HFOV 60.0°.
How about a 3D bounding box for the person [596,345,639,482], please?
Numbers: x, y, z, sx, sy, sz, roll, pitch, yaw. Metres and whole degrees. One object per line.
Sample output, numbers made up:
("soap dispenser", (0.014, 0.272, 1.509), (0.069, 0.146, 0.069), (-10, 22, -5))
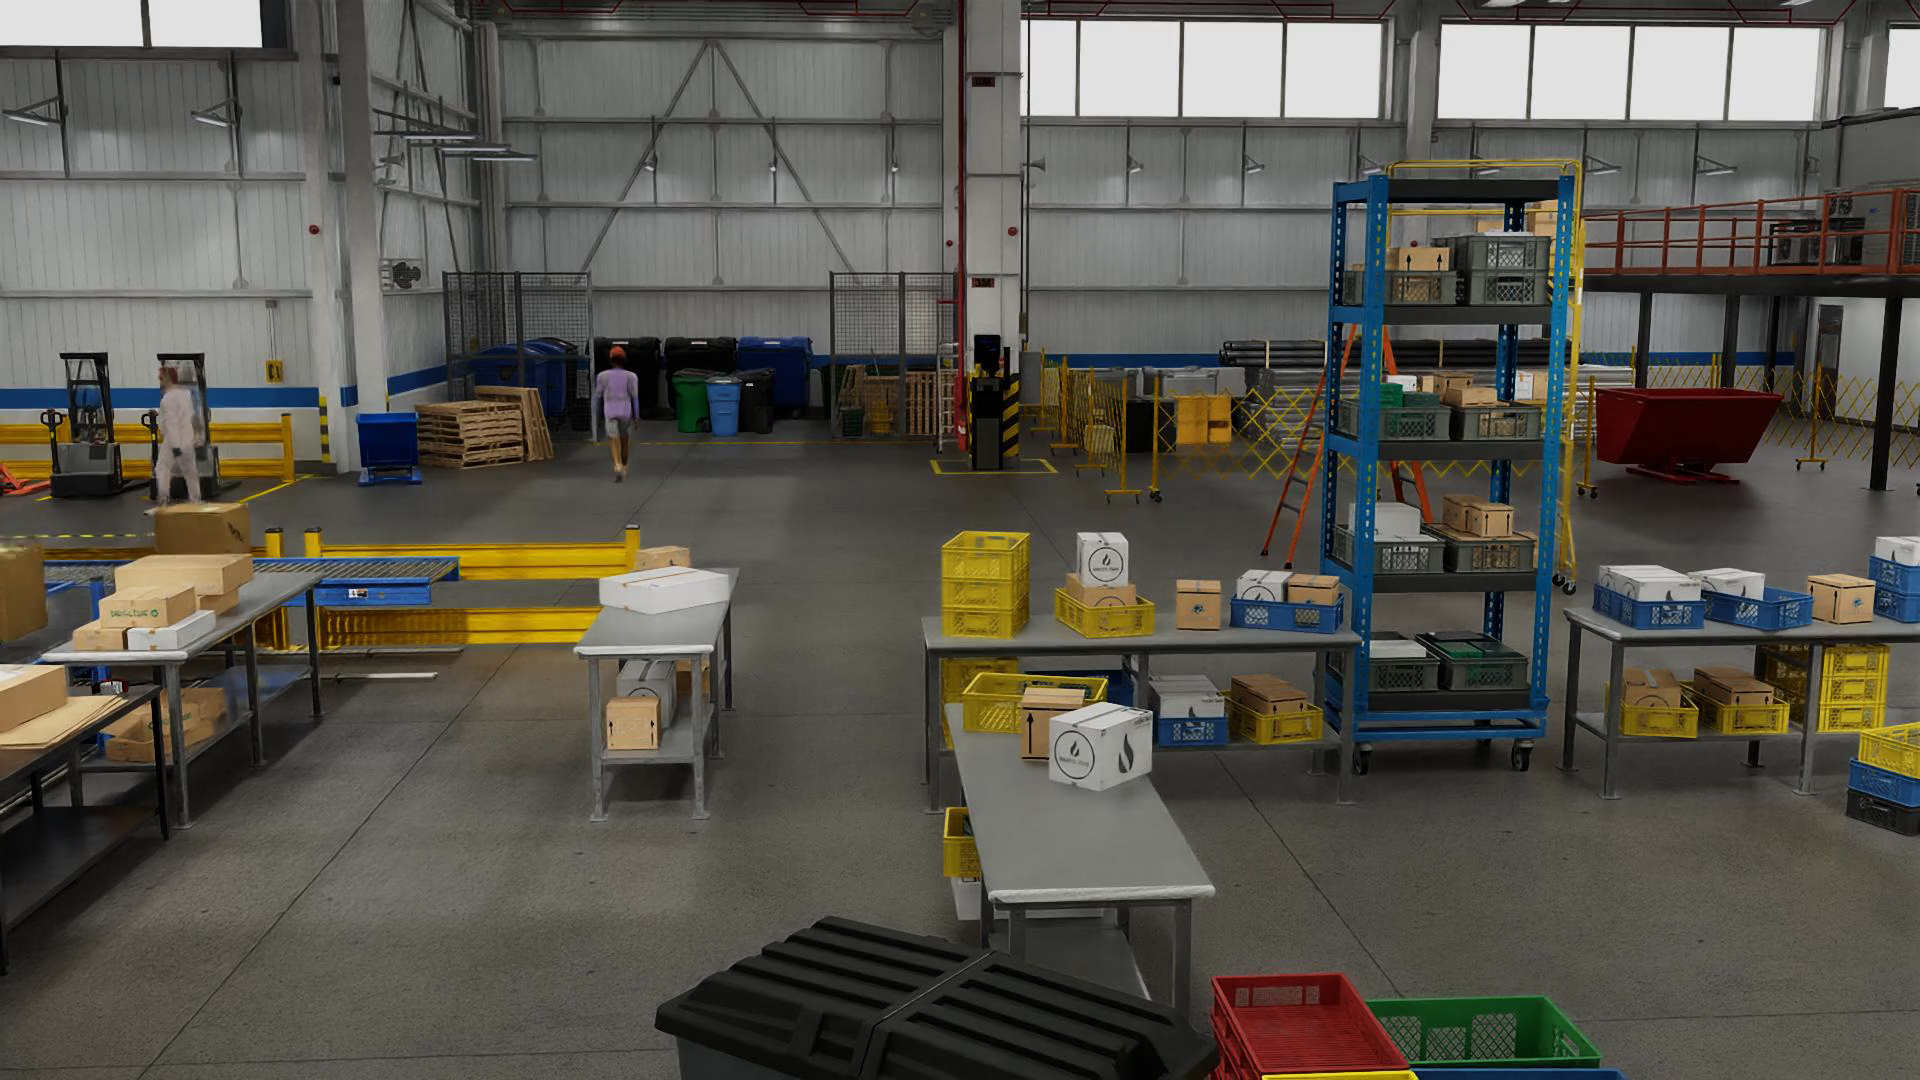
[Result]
("person", (-5.040, -1.861, 24.526), (0.616, 2.015, 0.940), (-3, 9, -18))

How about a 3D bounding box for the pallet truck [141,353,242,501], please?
("pallet truck", (-10.520, -1.604, 22.925), (0.823, 1.965, 1.885), (-1, 9, -6))

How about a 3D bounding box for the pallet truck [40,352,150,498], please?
("pallet truck", (-11.907, -1.642, 23.165), (0.823, 1.965, 1.885), (0, 9, 0))

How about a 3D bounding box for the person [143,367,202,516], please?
("person", (-10.011, -1.244, 21.022), (0.773, 1.884, 0.653), (0, 9, -2))

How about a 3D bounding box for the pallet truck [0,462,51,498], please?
("pallet truck", (-13.193, -1.293, 23.148), (0.653, 1.274, 1.630), (-1, 9, -4))
